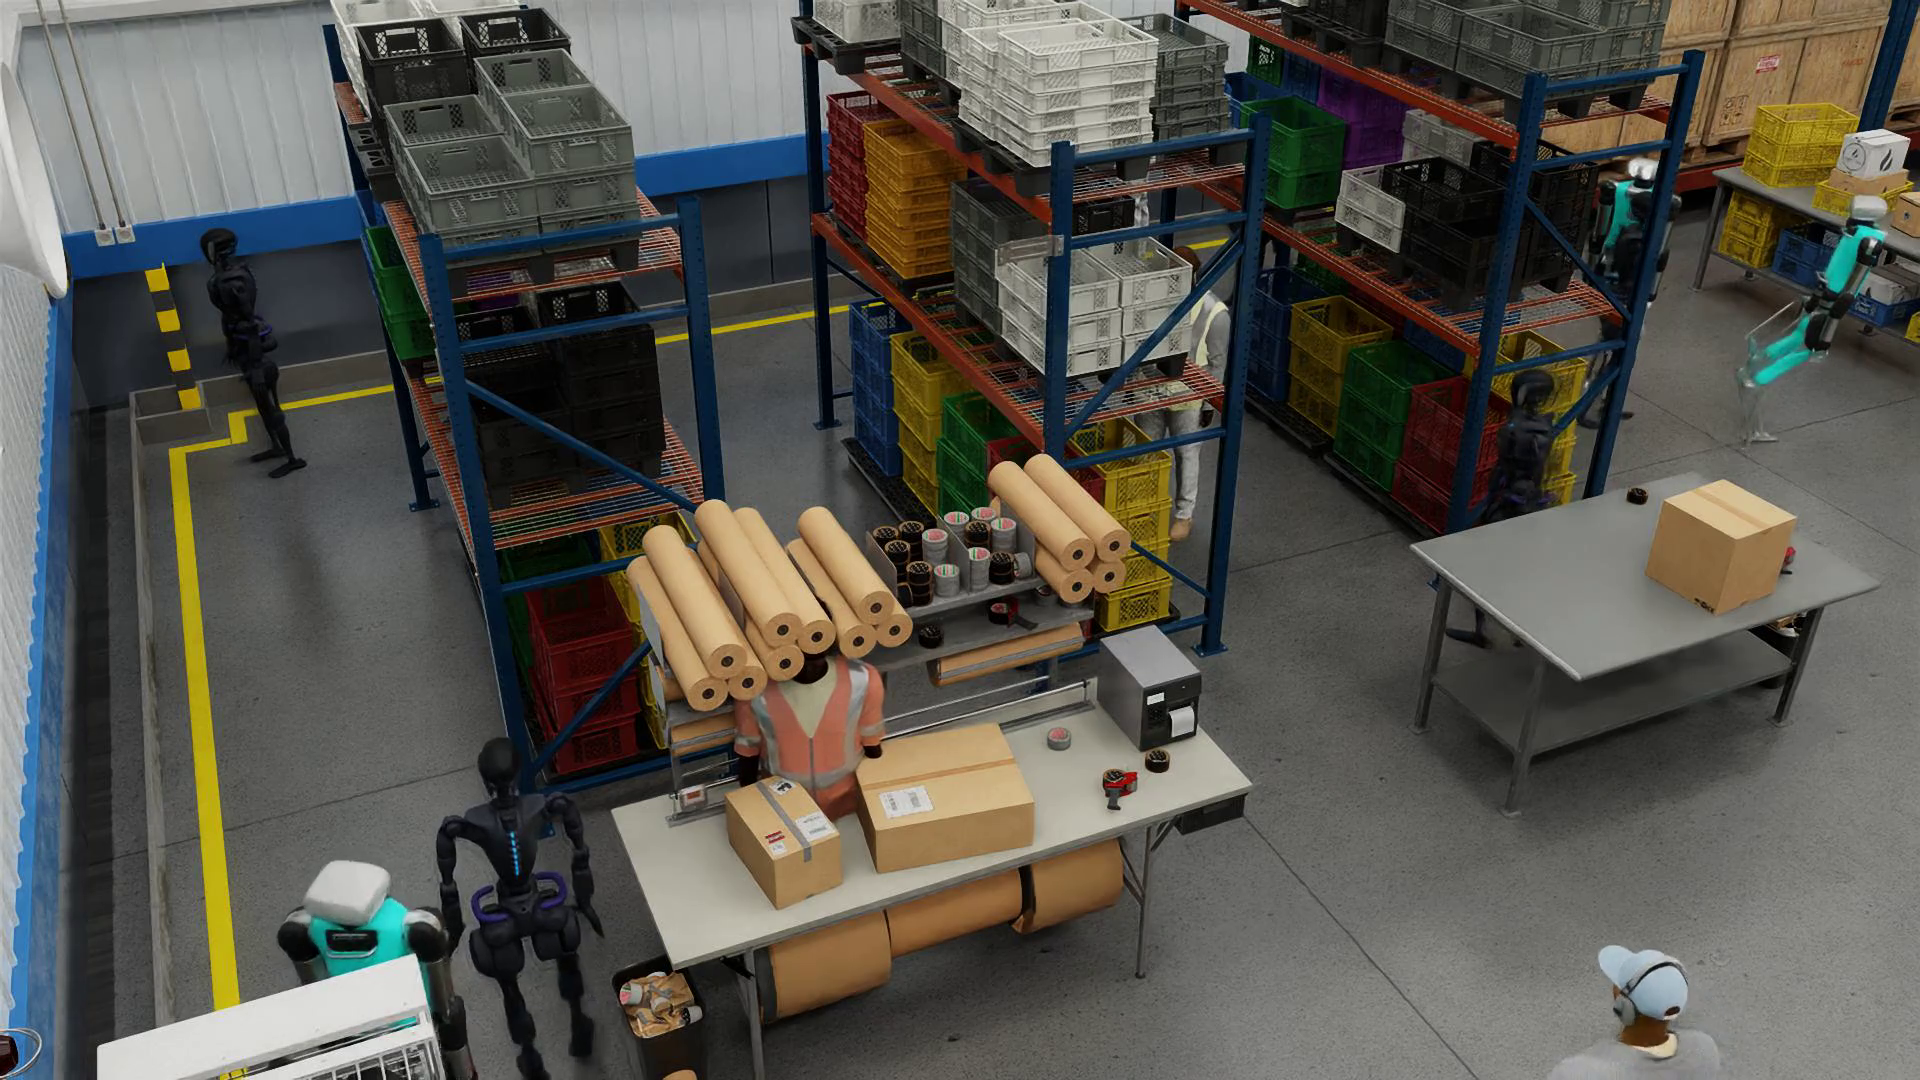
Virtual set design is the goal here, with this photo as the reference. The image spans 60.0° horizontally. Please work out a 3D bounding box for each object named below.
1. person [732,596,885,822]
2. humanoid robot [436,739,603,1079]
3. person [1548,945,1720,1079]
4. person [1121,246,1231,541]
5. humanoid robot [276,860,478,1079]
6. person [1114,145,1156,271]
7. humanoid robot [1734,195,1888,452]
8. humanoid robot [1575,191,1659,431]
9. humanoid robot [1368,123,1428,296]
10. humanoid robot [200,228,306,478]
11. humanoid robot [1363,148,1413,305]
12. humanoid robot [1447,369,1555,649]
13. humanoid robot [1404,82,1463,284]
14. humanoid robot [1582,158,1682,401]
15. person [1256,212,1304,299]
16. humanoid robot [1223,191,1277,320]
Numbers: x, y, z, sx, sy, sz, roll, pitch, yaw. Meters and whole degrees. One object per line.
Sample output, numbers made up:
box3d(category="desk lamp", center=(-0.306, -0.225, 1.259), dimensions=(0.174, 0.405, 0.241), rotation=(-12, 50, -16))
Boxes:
box3d(category="person", center=(-0.589, 1.032, 6.683), dimensions=(0.598, 1.956, 0.364), rotation=(-3, 32, -6))
box3d(category="humanoid robot", center=(-1.672, 1.437, 6.296), dimensions=(0.598, 1.652, 0.330), rotation=(-13, 34, -20))
box3d(category="person", center=(1.973, 1.974, 5.300), dimensions=(0.597, 1.822, 0.811), rotation=(-14, 34, -21))
box3d(category="person", center=(1.243, -0.870, 9.881), dimensions=(0.629, 1.846, 0.429), rotation=(17, 36, 26))
box3d(category="humanoid robot", center=(-1.916, 1.933, 5.454), dimensions=(0.567, 1.774, 0.888), rotation=(1, 32, 2))
box3d(category="person", center=(1.371, -2.980, 13.271), dimensions=(0.356, 1.884, 0.571), rotation=(11, 33, 18))
box3d(category="humanoid robot", center=(5.410, -1.380, 10.865), dimensions=(0.815, 1.817, 0.543), rotation=(8, 32, 13))
box3d(category="humanoid robot", center=(4.436, -1.545, 11.140), dimensions=(0.483, 1.640, 0.596), rotation=(6, 32, 9))
box3d(category="humanoid robot", center=(3.239, -2.031, 11.902), dimensions=(0.535, 1.829, 0.717), rotation=(-16, 35, -24))
box3d(category="humanoid robot", center=(-4.504, -1.189, 10.543), dimensions=(0.315, 1.657, 0.599), rotation=(-22, 38, -31))
box3d(category="humanoid robot", center=(3.322, -2.494, 12.617), dimensions=(0.541, 1.795, 0.669), rotation=(-18, 36, -27))
box3d(category="humanoid robot", center=(3.009, -0.122, 8.864), dimensions=(0.547, 1.656, 0.612), rotation=(-1, 32, -2))
box3d(category="humanoid robot", center=(3.767, -2.840, 13.234), dimensions=(0.338, 1.656, 0.585), rotation=(14, 34, 22))
box3d(category="humanoid robot", center=(4.632, -1.817, 11.487), dimensions=(0.540, 1.769, 0.661), rotation=(24, 39, 33))
box3d(category="person", center=(2.510, -2.744, 12.949), dimensions=(0.587, 1.823, 0.405), rotation=(-5, 32, -8))
box3d(category="humanoid robot", center=(2.227, -2.453, 12.601), dimensions=(0.338, 1.648, 0.593), rotation=(-14, 34, -22))
